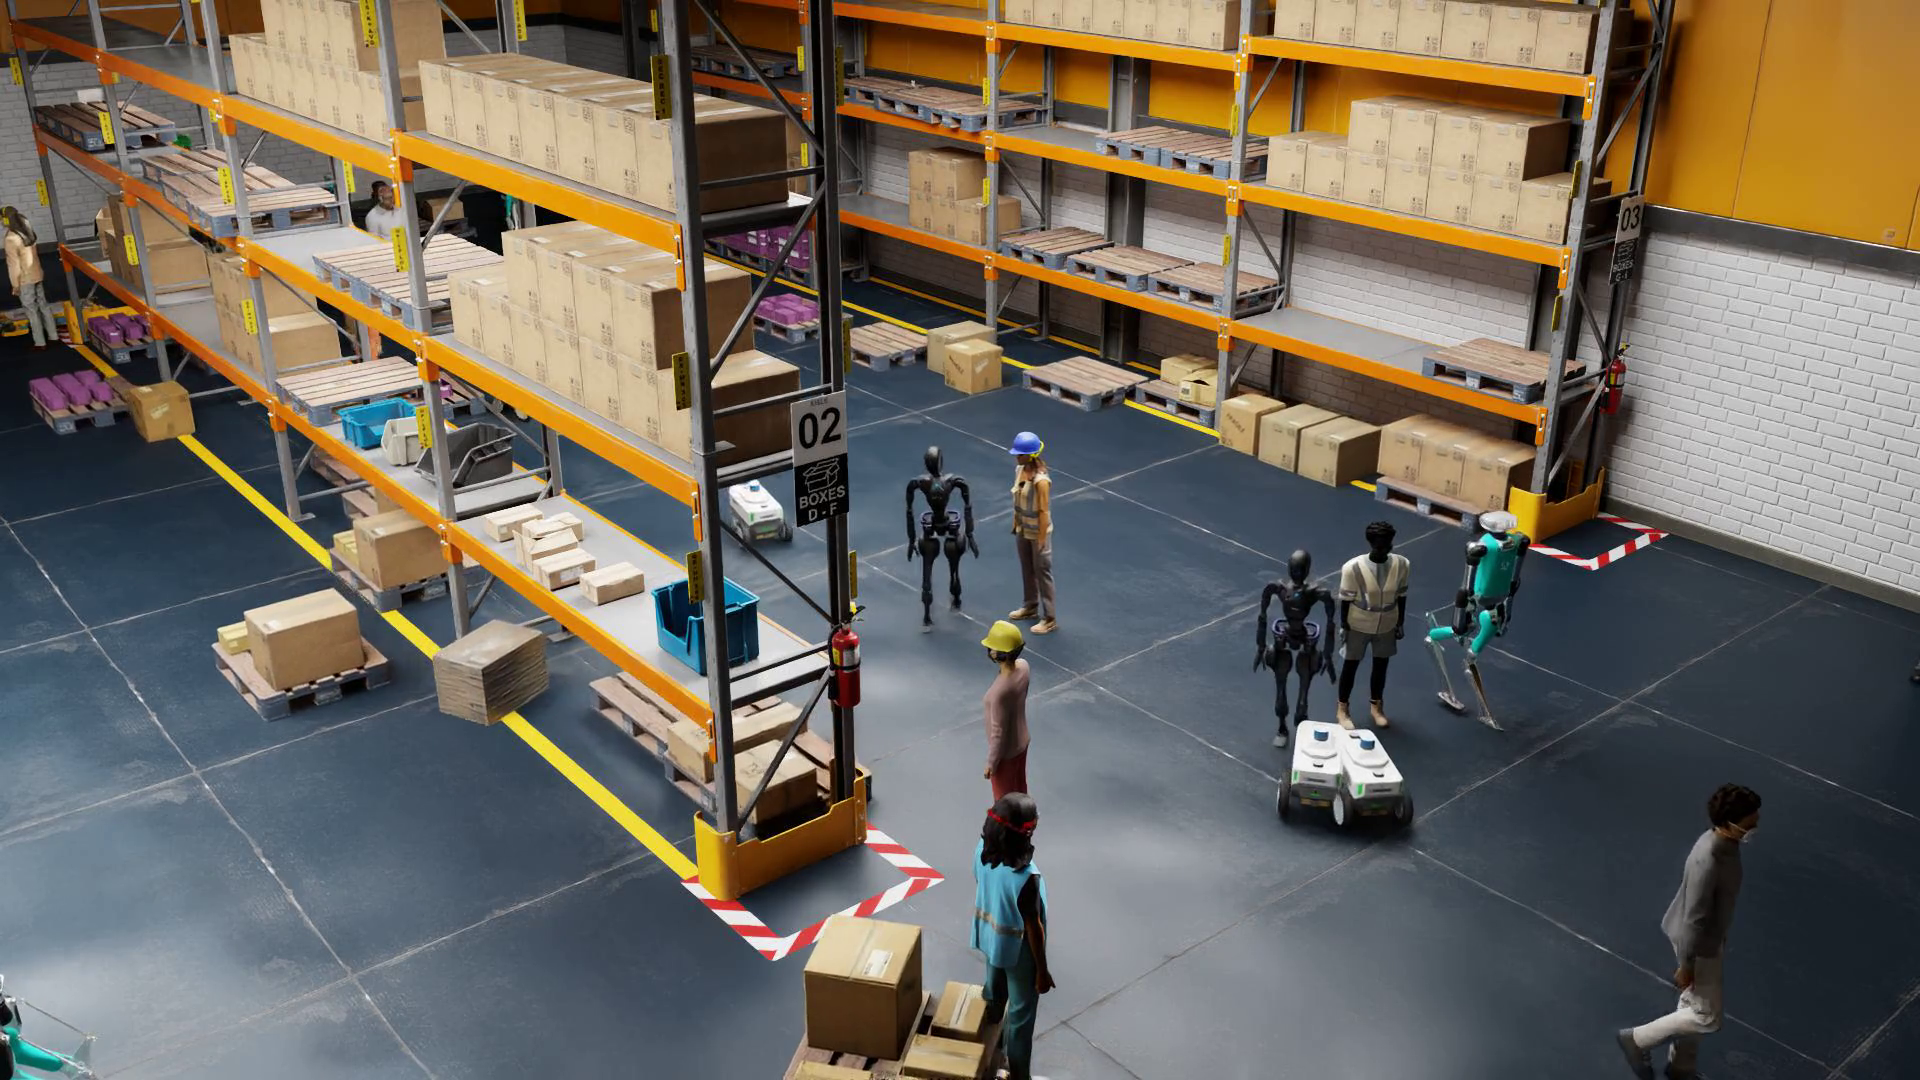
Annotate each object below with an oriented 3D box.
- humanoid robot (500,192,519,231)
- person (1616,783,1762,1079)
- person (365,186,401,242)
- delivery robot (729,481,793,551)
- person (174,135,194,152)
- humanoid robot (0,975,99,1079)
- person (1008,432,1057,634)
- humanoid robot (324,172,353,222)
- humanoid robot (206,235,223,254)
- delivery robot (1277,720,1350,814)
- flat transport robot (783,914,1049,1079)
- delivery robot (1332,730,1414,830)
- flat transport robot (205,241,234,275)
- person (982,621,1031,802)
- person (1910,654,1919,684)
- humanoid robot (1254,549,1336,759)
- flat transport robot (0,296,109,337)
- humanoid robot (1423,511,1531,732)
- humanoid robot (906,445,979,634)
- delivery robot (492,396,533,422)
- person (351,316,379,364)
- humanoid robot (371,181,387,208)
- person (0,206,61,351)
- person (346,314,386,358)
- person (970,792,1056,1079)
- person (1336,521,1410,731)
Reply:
[{"bbox_3d":[-7.288,-5.699,27.002,0.540,1.775,0.873,-15,28,-32],"label":"humanoid robot"},{"bbox_3d":[3.901,2.103,8.744,0.454,1.884,0.540,15,28,31],"label":"person"},{"bbox_3d":[-7.711,-3.878,22.583,0.635,1.888,0.649,15,28,31],"label":"person"},{"bbox_3d":[-1.939,-0.248,15.881,0.499,0.614,0.808,-10,25,-23],"label":"delivery robot"},{"bbox_3d":[-12.165,-5.411,26.132,0.993,1.884,0.537,-9,25,-19],"label":"person"},{"bbox_3d":[-4.538,2.416,8.107,0.683,1.728,0.530,-9,25,-20],"label":"humanoid robot"},{"bbox_3d":[0.582,-0.073,13.931,0.368,1.766,0.479,-13,26,-27],"label":"person"},{"bbox_3d":[-9.124,-4.447,24.113,0.716,1.813,0.541,6,24,13],"label":"humanoid robot"},{"bbox_3d":[-9.851,-3.842,22.642,0.693,1.755,0.533,20,30,39],"label":"humanoid robot"},{"bbox_3d":[2.499,1.593,11.612,0.499,0.608,0.799,6,24,13],"label":"delivery robot"},{"bbox_3d":[-0.254,3.001,8.693,1.431,0.231,0.659,5,24,12],"label":"flat transport robot"},{"bbox_3d":[2.800,1.633,11.504,0.499,0.597,0.790,-2,23,-5],"label":"delivery robot"},{"bbox_3d":[-10.688,-3.940,24.768,1.431,0.231,0.659,-10,25,-23],"label":"flat transport robot"},{"bbox_3d":[0.285,1.327,10.684,0.310,1.768,0.521,9,25,19],"label":"person"},{"bbox_3d":[7.814,0.263,12.953,0.546,1.926,0.388,13,27,28],"label":"person"},{"bbox_3d":[2.441,0.793,12.036,0.601,1.635,0.435,7,24,17],"label":"humanoid robot"},{"bbox_3d":[-12.416,-3.051,22.708,0.659,0.231,1.431,20,31,39],"label":"flat transport robot"},{"bbox_3d":[3.815,0.548,12.542,0.531,1.791,0.794,-10,25,-21],"label":"humanoid robot"},{"bbox_3d":[-0.143,-0.032,14.009,0.612,1.647,0.571,3,24,8],"label":"humanoid robot"},{"bbox_3d":[-5.058,-1.704,19.240,0.803,0.603,0.499,14,27,30],"label":"delivery robot"},{"bbox_3d":[-7.202,-2.753,20.144,0.501,1.758,0.344,13,27,28],"label":"person"},{"bbox_3d":[-8.238,-4.354,23.951,0.332,1.655,0.589,-9,25,-20],"label":"humanoid robot"},{"bbox_3d":[-12.026,-3.369,21.443,0.390,1.870,0.548,1,23,2],"label":"person"},{"bbox_3d":[-7.710,-3.191,21.230,0.577,1.698,0.926,-16,28,-32],"label":"person"},{"bbox_3d":[0.274,2.145,8.663,0.391,1.866,0.516,-16,28,-33],"label":"person"},{"bbox_3d":[3.063,0.632,12.387,0.534,1.691,0.320,-3,24,-7],"label":"person"}]
